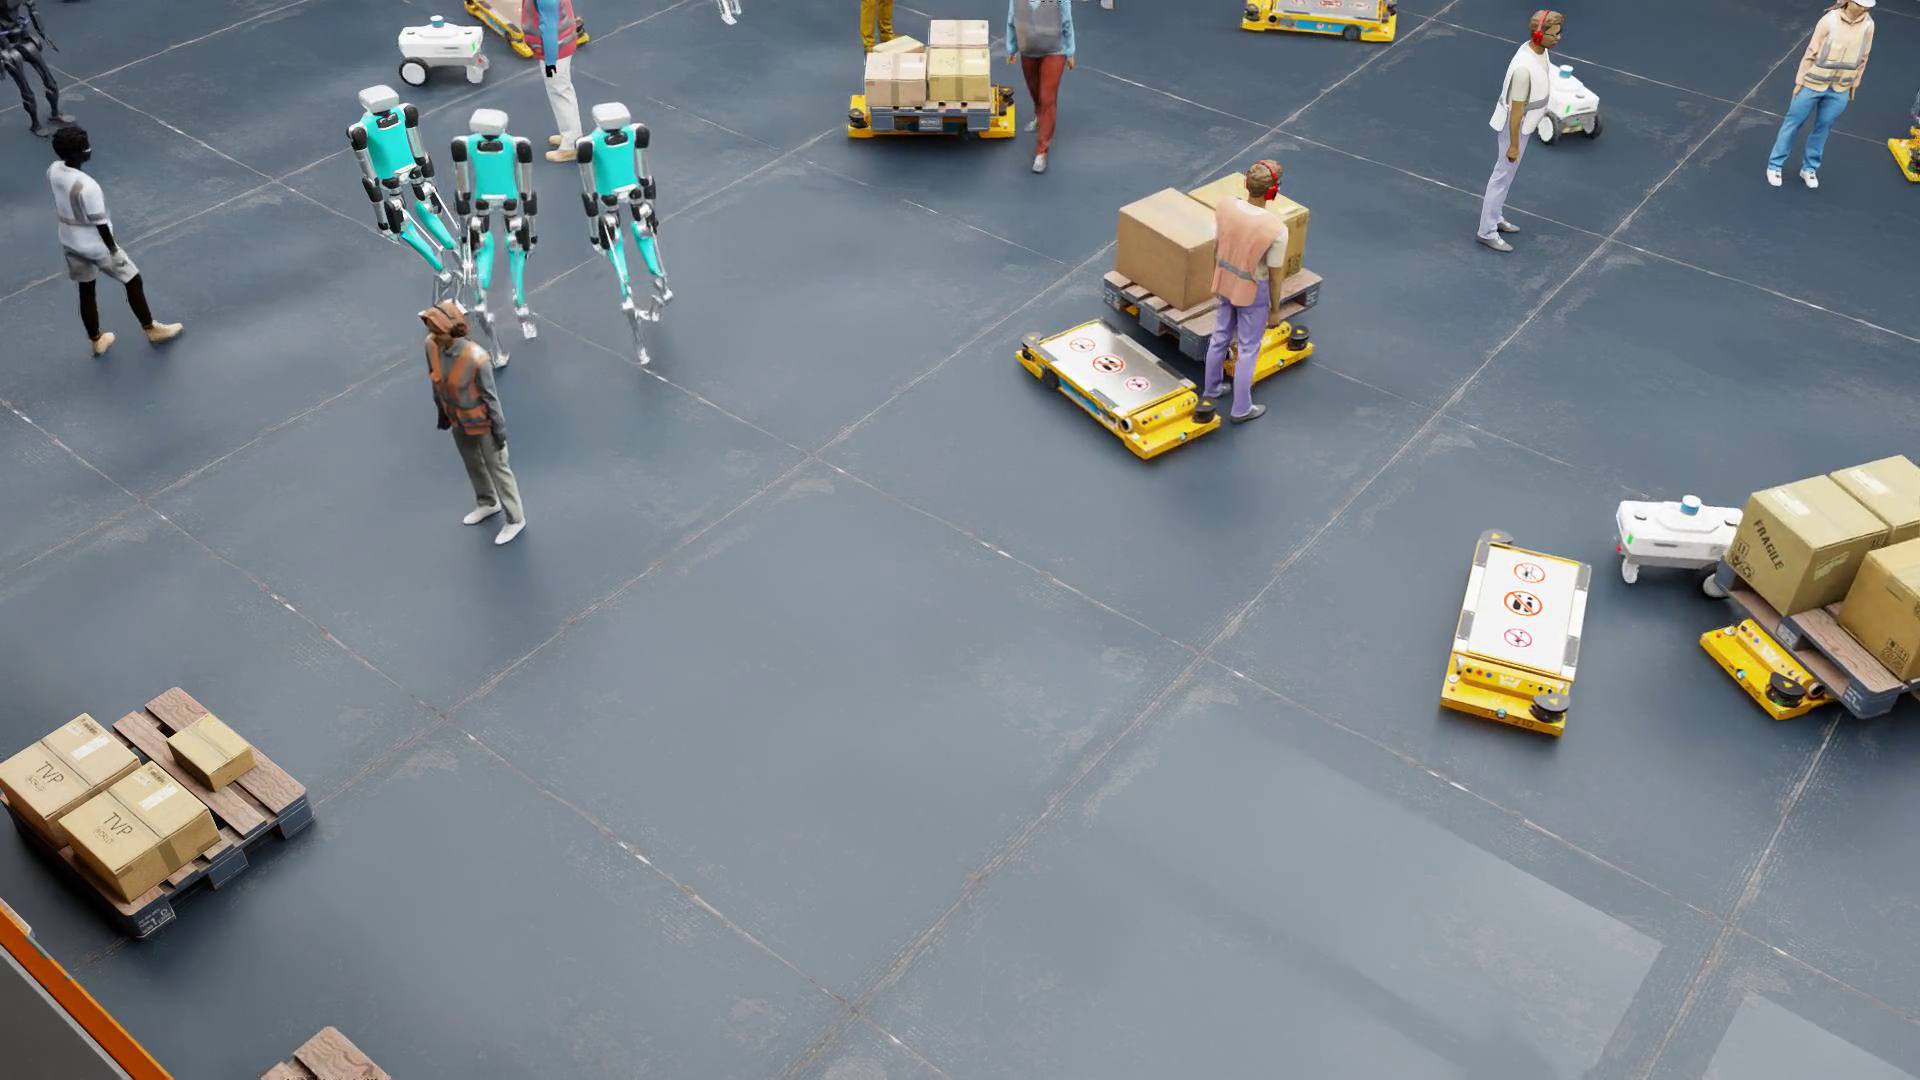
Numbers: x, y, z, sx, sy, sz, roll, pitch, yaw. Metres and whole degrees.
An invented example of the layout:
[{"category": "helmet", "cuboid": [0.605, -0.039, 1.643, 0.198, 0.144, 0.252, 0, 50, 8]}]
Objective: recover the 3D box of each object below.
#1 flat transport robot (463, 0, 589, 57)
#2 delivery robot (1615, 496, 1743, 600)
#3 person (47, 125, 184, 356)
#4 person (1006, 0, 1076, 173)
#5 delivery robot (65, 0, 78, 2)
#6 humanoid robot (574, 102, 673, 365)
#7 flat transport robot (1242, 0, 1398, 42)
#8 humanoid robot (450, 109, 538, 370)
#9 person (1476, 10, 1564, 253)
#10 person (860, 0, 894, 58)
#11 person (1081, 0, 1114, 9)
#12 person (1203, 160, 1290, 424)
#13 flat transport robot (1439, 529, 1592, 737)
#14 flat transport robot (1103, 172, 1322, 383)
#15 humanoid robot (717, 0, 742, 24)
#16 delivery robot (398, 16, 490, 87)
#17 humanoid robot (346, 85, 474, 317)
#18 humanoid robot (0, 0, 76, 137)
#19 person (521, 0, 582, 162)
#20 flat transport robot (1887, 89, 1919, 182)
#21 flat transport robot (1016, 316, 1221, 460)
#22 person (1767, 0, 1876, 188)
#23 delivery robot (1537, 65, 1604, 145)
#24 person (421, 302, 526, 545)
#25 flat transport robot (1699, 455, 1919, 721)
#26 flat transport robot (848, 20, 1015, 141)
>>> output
[{"category": "flat transport robot", "cuboid": [-4.188, -5.034, 16.000, 0.659, 0.231, 1.431, -25, 46, -27]}, {"category": "delivery robot", "cuboid": [4.279, -0.010, 9.862, 0.757, 0.585, 0.521, 4, 41, 5]}, {"category": "person", "cuboid": [-5.924, -2.046, 11.405, 0.543, 1.664, 0.576, 23, 45, 25]}, {"category": "person", "cuboid": [0.671, -4.044, 13.638, 0.576, 1.825, 0.911, 15, 43, 17]}, {"category": "delivery robot", "cuboid": [-8.748, -5.753, 16.628, 0.791, 0.598, 0.499, -21, 45, -23]}, {"category": "humanoid robot", "cuboid": [-2.201, -2.045, 11.391, 0.588, 1.793, 0.865, -25, 46, -27]}, {"category": "flat transport robot", "cuboid": [3.479, -5.078, 16.052, 1.431, 0.231, 0.659, 9, 41, 10]}, {"category": "humanoid robot", "cuboid": [-3.123, -1.936, 11.259, 0.566, 1.788, 0.862, -3, 40, -4]}, {"category": "person", "cuboid": [4.181, -3.085, 12.489, 0.390, 1.846, 0.565, 17, 43, 19]}, {"category": "person", "cuboid": [-0.707, -5.250, 15.109, 0.346, 1.749, 0.525, 26, 47, 27]}, {"category": "person", "cuboid": [1.386, -6.049, 15.968, 0.715, 1.851, 0.684, -4, 41, -4]}, {"category": "person", "cuboid": [1.829, -1.582, 10.730, 0.380, 1.836, 0.563, -29, 48, -30]}, {"category": "flat transport robot", "cuboid": [3.190, 0.497, 9.493, 0.659, 0.231, 1.431, 14, 42, 16]}, {"category": "flat transport robot", "cuboid": [1.794, -1.609, 11.971, 0.659, 0.231, 1.431, -27, 47, -28]}, {"category": "humanoid robot", "cuboid": [-2.297, -5.818, 15.779, 0.530, 1.790, 0.613, -21, 45, -23]}, {"category": "delivery robot", "cuboid": [-4.726, -4.444, 15.100, 0.791, 0.614, 0.499, 0, 40, 0]}, {"category": "humanoid robot", "cuboid": [-3.716, -2.268, 11.538, 0.748, 1.690, 0.530, 27, 47, 28]}, {"category": "humanoid robot", "cuboid": [-7.879, -4.159, 13.886, 0.389, 1.632, 0.591, 15, 43, 17]}, {"category": "person", "cuboid": [-3.338, -4.026, 13.610, 0.430, 1.831, 0.638, -6, 41, -7]}, {"category": "flat transport robot", "cuboid": [8.545, -3.151, 13.785, 1.431, 0.231, 0.659, 6, 41, 6]}, {"category": "flat transport robot", "cuboid": [1.062, -1.075, 11.342, 0.659, 0.231, 1.431, -24, 46, -26]}, {"category": "person", "cuboid": [6.892, -3.636, 13.236, 0.493, 1.723, 0.377, 4, 41, 5]}, {"category": "delivery robot", "cuboid": [5.158, -3.754, 14.285, 0.499, 0.610, 0.788, -11, 42, -13]}, {"category": "person", "cuboid": [-2.883, -0.707, 9.858, 0.514, 1.629, 0.314, 23, 45, 24]}, {"category": "flat transport robot", "cuboid": [5.000, 0.572, 9.405, 1.431, 0.231, 0.659, -13, 42, -15]}, {"category": "flat transport robot", "cuboid": [-0.241, -3.725, 14.460, 1.431, 0.231, 0.659, 0, 40, 0]}]
